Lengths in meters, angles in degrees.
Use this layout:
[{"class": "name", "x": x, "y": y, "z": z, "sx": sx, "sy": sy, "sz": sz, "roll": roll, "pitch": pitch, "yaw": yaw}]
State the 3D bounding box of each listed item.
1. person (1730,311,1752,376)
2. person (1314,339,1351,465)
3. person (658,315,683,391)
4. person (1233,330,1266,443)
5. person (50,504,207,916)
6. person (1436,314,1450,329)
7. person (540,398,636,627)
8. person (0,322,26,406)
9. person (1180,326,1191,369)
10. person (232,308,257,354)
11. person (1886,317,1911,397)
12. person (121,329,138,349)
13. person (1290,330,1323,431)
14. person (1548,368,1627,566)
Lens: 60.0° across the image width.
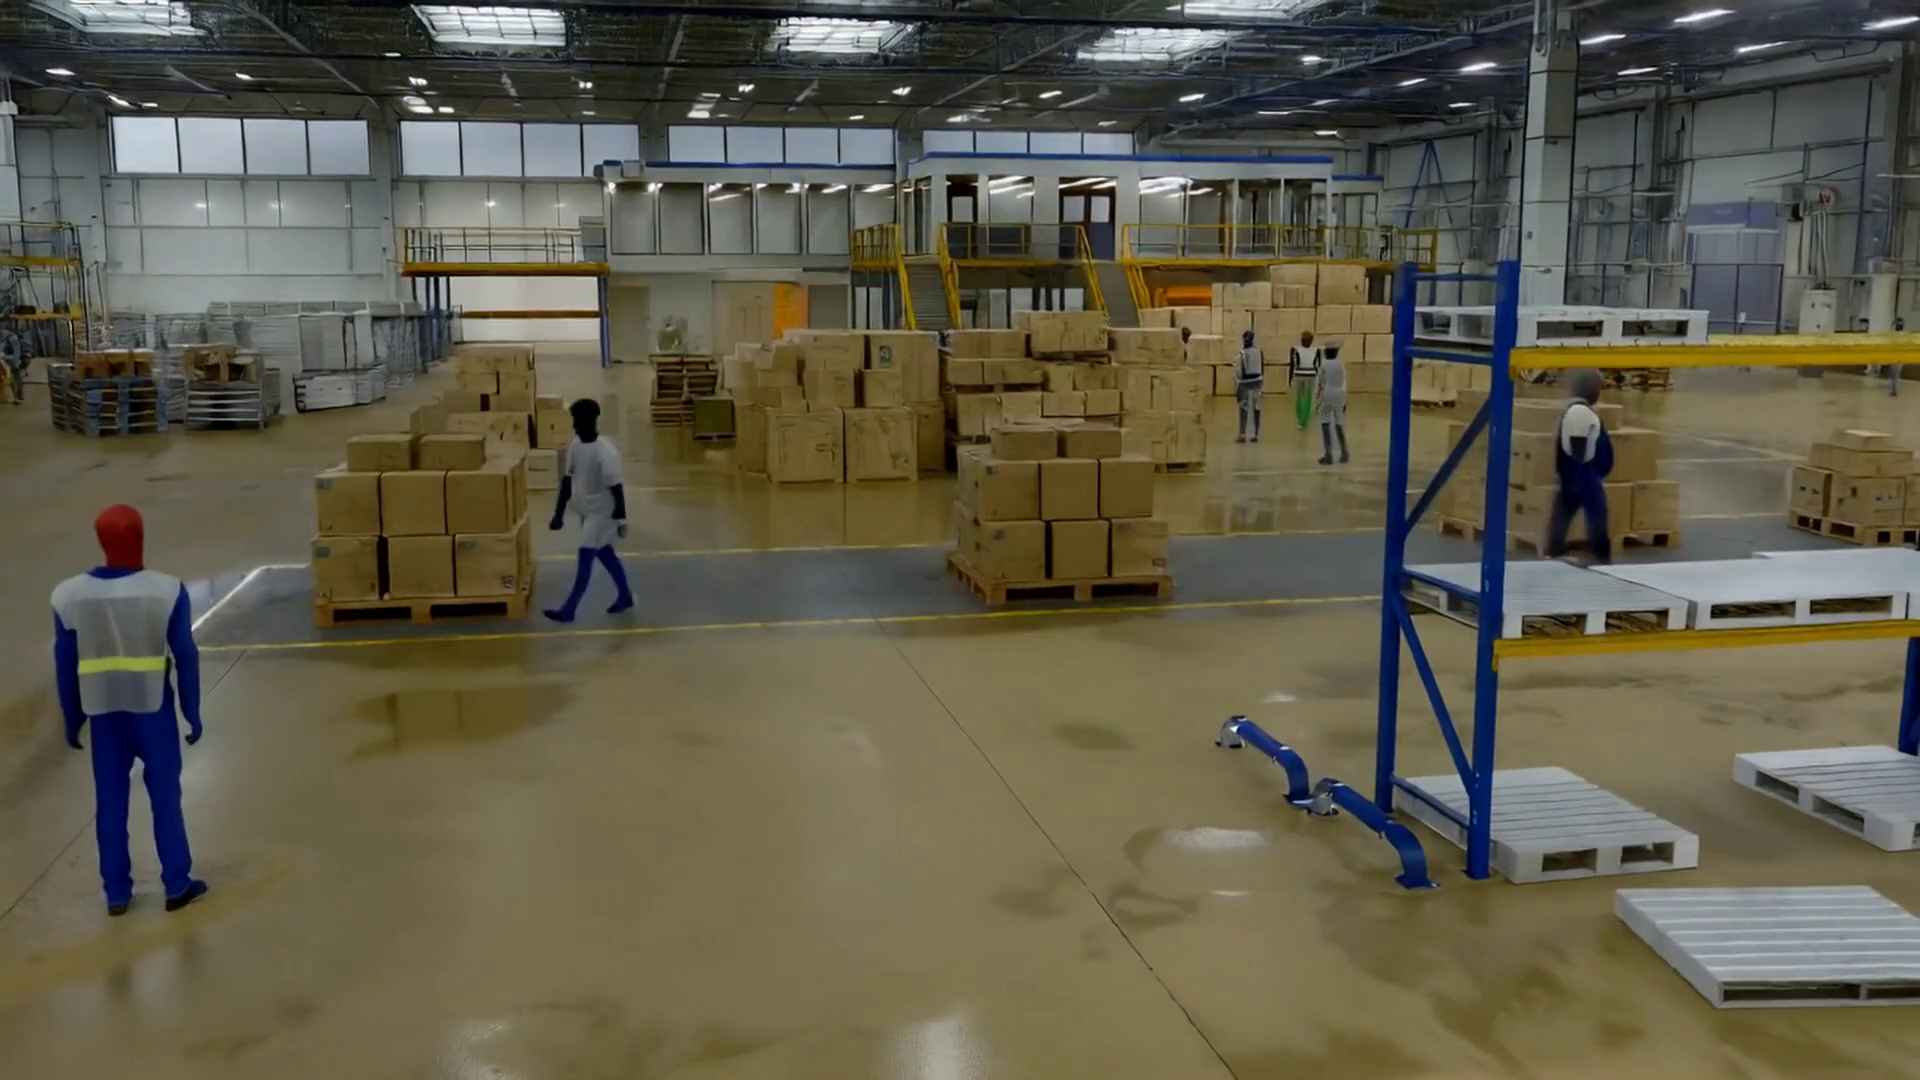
[{"class": "person", "x": 21.712, "y": -5.451, "z": 46.221, "sx": 0.622, "sy": 1.784, "sz": 0.986, "roll": 0, "pitch": 9, "yaw": 1}, {"class": "person", "x": 5.685, "y": -2.096, "z": 25.412, "sx": 0.589, "sy": 1.903, "sz": 0.597, "roll": -4, "pitch": 10, "yaw": -25}, {"class": "person", "x": -6.591, "y": -4.129, "z": 37.734, "sx": 0.548, "sy": 1.909, "sz": 0.738, "roll": 1, "pitch": 9, "yaw": 6}, {"class": "person", "x": 4.949, "y": -2.623, "z": 28.496, "sx": 0.601, "sy": 1.940, "sz": 0.418, "roll": -4, "pitch": 10, "yaw": -25}, {"class": "person", "x": -3.841, "y": 0.795, "z": 7.712, "sx": 0.597, "sy": 1.915, "sz": 0.369, "roll": -2, "pitch": 10, "yaw": -12}, {"class": "person", "x": 14.610, "y": -6.120, "z": 50.221, "sx": 0.512, "sy": 1.785, "sz": 1.012, "roll": 2, "pitch": 10, "yaw": 12}, {"class": "person", "x": -3.148, "y": -0.244, "z": 14.057, "sx": 1.024, "sy": 1.908, "sz": 0.611, "roll": -9, "pitch": 13, "yaw": -42}, {"class": "person", "x": -20.574, "y": -3.810, "z": 36.076, "sx": 0.595, "sy": 1.824, "sz": 0.404, "roll": 6, "pitch": 11, "yaw": 33}, {"class": "person", "x": 4.373, "y": -3.212, "z": 32.313, "sx": 0.852, "sy": 1.848, "sz": 0.590, "roll": 8, "pitch": 12, "yaw": 39}, {"class": "person", "x": -18.458, "y": -5.018, "z": 42.975, "sx": 0.649, "sy": 1.969, "sz": 0.604, "roll": 1, "pitch": 9, "yaw": 4}, {"class": "person", "x": 21.860, "y": -4.270, "z": 38.784, "sx": 0.519, "sy": 1.852, "sz": 0.749, "roll": 2, "pitch": 9, "yaw": 11}, {"class": "person", "x": -17.006, "y": -3.453, "z": 34.151, "sx": 0.311, "sy": 1.736, "sz": 0.483, "roll": -7, "pitch": 12, "yaw": -36}, {"class": "person", "x": 6.359, "y": -2.912, "z": 30.521, "sx": 0.598, "sy": 1.836, "sz": 0.952, "roll": 1, "pitch": 9, "yaw": 7}, {"class": "person", "x": 6.303, "y": -0.713, "z": 16.524, "sx": 0.852, "sy": 2.000, "sz": 0.714, "roll": 2, "pitch": 10, "yaw": 14}]
